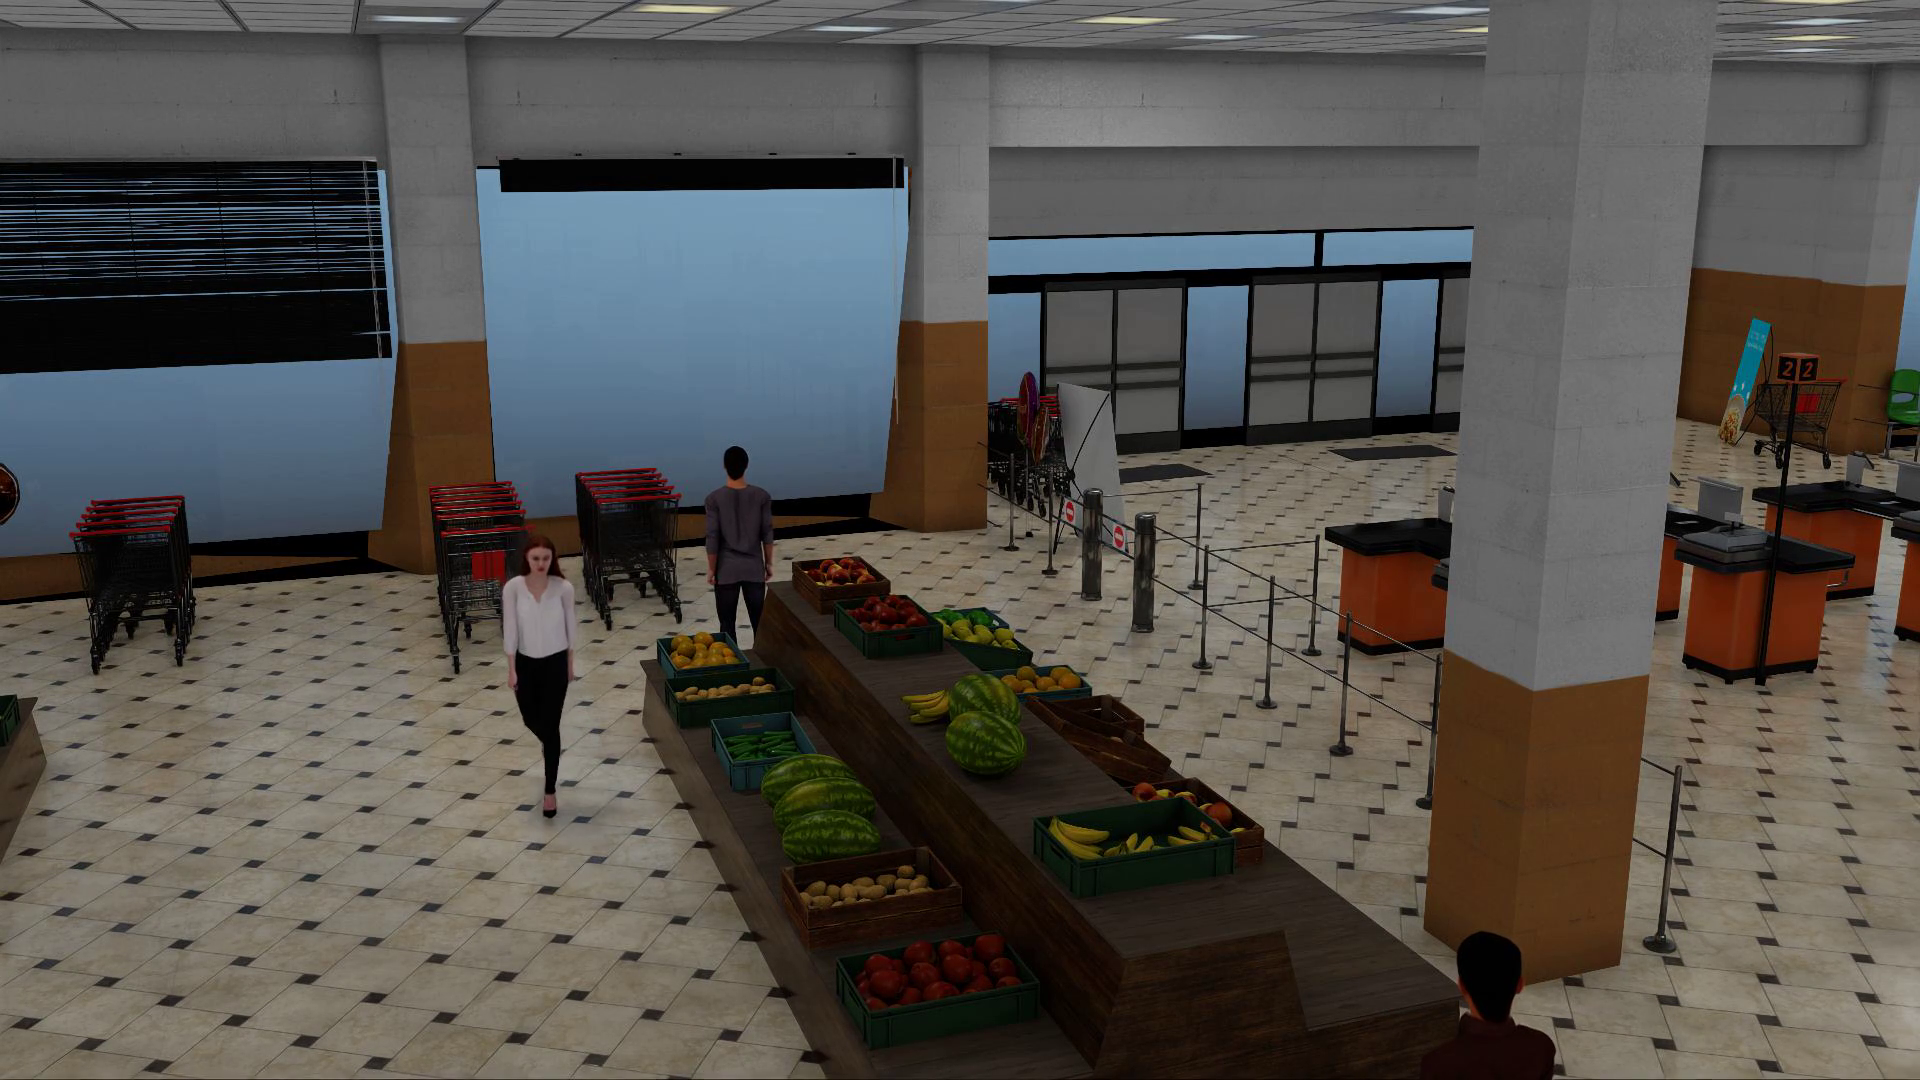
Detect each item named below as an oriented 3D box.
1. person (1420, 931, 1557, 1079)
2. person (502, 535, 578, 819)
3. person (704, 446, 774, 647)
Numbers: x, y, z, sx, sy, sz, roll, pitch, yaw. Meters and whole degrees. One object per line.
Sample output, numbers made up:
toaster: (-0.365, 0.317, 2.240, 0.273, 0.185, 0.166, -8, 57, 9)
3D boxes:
person: (1.612, 2.058, 5.141, 0.640, 1.777, 0.505, -4, 14, -18)
person: (-2.619, 0.809, 10.389, 0.732, 1.730, 1.138, -2, 14, -9)
person: (-1.669, 0.205, 12.622, 0.669, 1.852, 0.525, -4, 14, -18)
